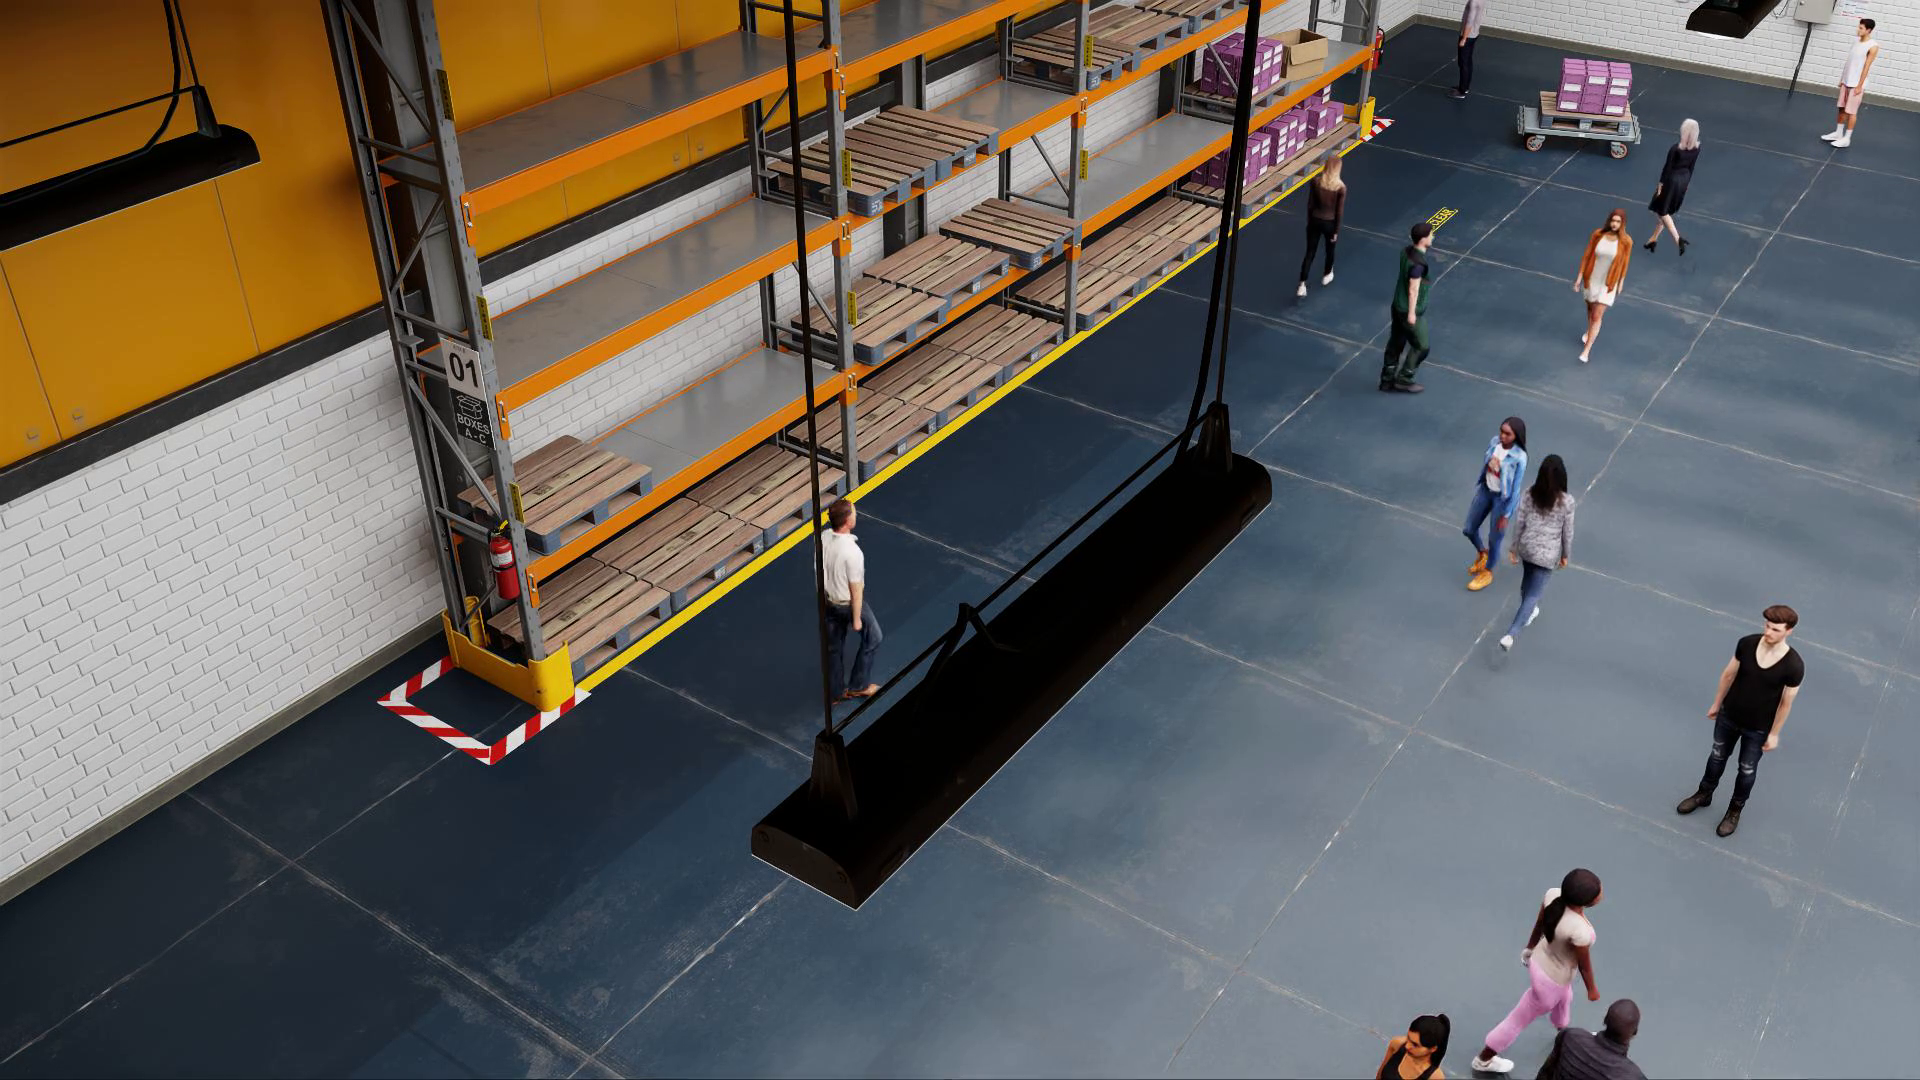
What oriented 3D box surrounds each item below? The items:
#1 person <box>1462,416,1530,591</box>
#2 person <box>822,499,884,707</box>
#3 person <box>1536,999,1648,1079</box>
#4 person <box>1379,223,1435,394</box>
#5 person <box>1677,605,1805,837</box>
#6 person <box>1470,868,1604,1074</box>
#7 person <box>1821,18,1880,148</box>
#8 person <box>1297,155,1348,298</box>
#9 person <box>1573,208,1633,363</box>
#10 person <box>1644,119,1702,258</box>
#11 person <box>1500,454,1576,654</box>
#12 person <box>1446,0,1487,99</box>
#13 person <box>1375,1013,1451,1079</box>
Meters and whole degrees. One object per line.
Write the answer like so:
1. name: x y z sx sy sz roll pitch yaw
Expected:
1. person: 4.691 -0.331 14.326 0.771 1.700 0.734 -18 38 -25
2. person: -0.986 0.534 12.897 0.812 1.841 0.774 -23 40 -30
3. person: 3.236 3.216 8.909 1.141 1.788 0.917 -25 41 -32
4. person: 4.574 -2.396 17.258 0.899 1.893 0.821 -1 34 -2
5. person: 5.586 1.244 11.779 0.669 1.897 0.724 -25 41 -33
6. person: 3.412 2.618 9.890 1.081 1.699 1.064 -3 34 -5
7. person: 12.649 -6.464 23.481 0.786 1.780 0.721 -4 34 -7
8. person: 4.162 -3.603 19.279 0.715 1.666 1.146 16 37 22
9. person: 6.990 -2.839 18.123 0.598 1.674 1.093 21 39 29
10. person: 8.691 -4.216 20.148 1.004 1.725 1.003 -10 35 -14
11. person: 4.699 0.144 13.614 0.645 1.697 1.134 25 41 32
12. person: 7.730 -7.662 25.226 0.743 1.844 0.516 16 37 23
13. person: 2.429 3.175 9.087 0.637 1.661 0.648 -18 38 -25
